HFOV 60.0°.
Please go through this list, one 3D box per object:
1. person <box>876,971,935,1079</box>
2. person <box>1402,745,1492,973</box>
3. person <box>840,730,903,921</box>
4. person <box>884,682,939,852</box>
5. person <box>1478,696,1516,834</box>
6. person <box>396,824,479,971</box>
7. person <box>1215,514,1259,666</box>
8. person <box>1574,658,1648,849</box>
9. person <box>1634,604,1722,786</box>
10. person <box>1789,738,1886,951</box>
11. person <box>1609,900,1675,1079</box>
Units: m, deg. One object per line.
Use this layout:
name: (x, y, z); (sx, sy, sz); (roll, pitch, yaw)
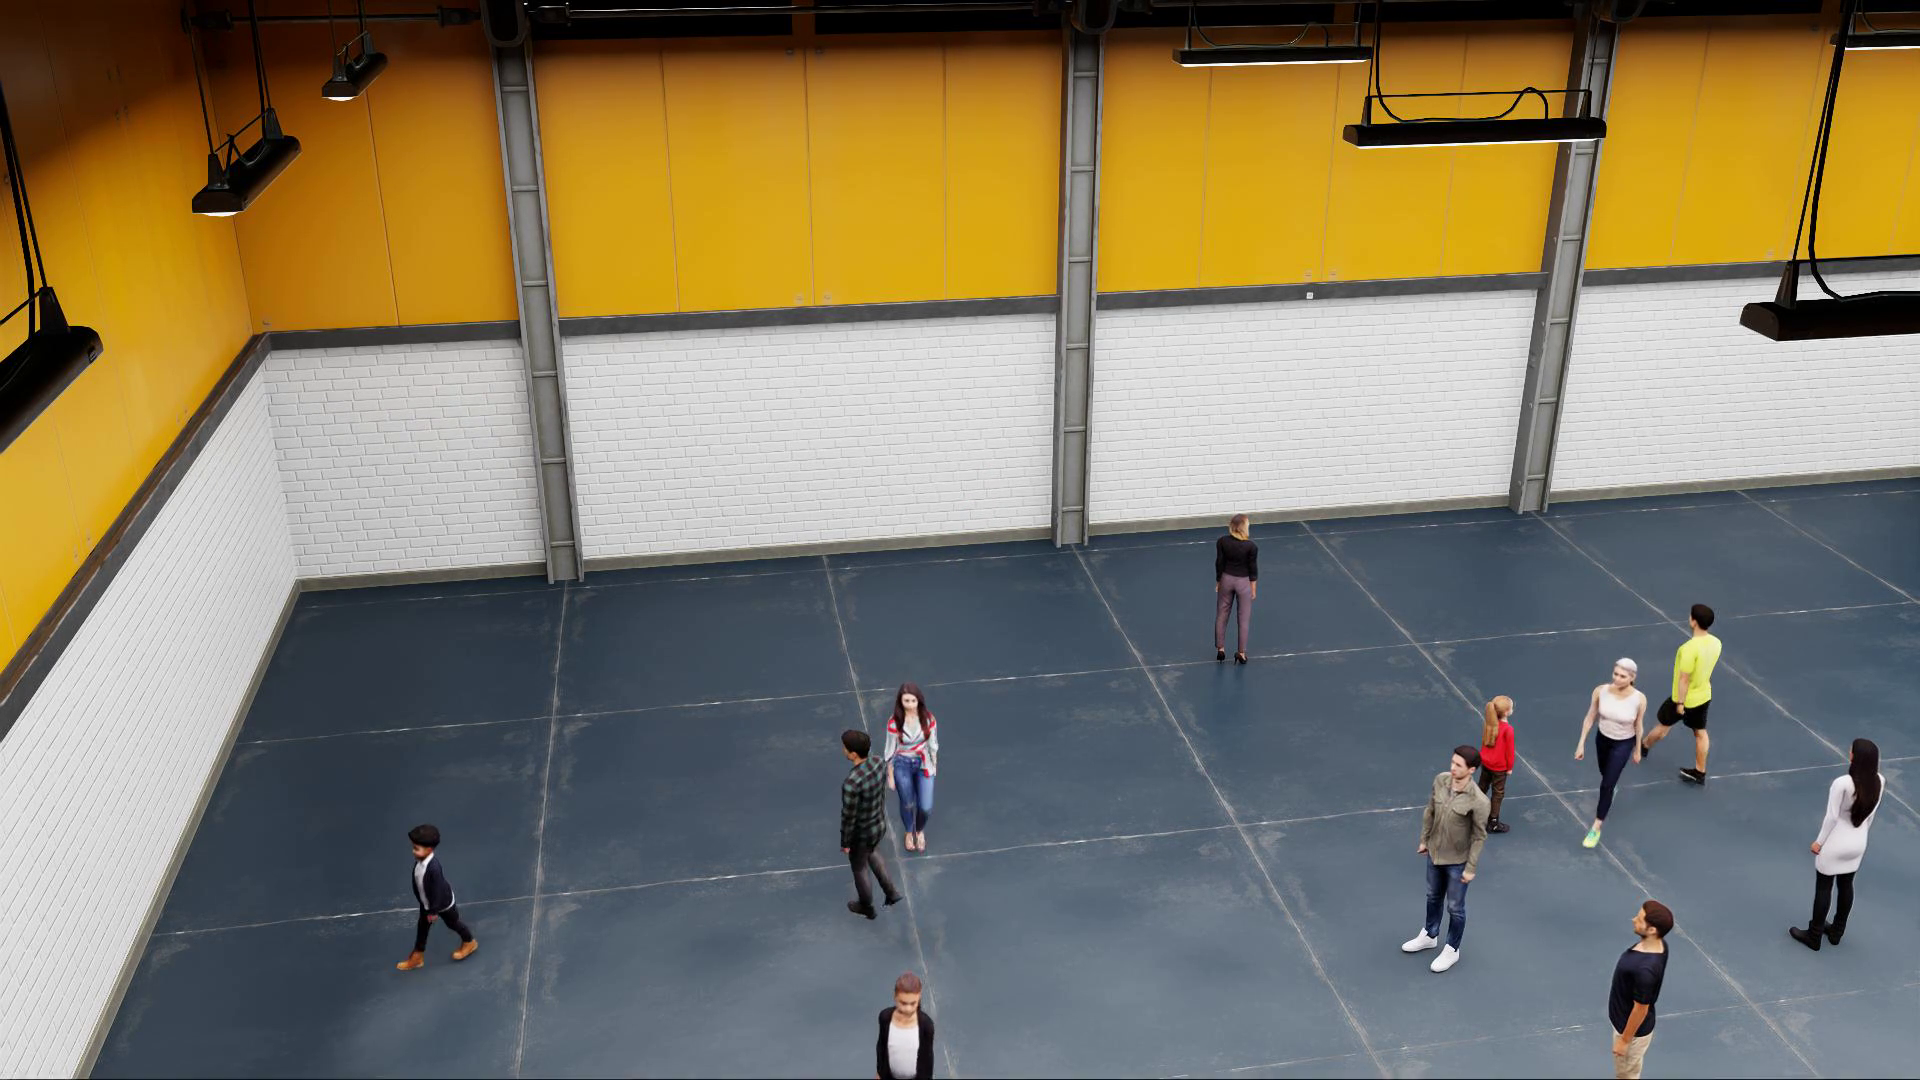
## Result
person: (-0.332, 3.376, 10.661); (0.762, 1.540, 0.745); (4, 24, 9)
person: (3.719, 2.369, 12.556); (0.732, 1.865, 0.782); (-14, 27, -29)
person: (-0.673, 2.218, 12.865); (0.888, 1.701, 0.851); (16, 28, 32)
person: (-0.408, 1.877, 14.016); (0.546, 1.599, 0.685); (-2, 24, -5)
person: (4.614, 1.913, 14.330); (0.578, 1.281, 0.550); (-11, 26, -24)
person: (-3.929, 2.699, 12.639); (0.789, 1.195, 0.913); (22, 32, 40)
person: (2.821, 0.506, 17.061); (0.643, 1.672, 0.737); (11, 26, 23)
person: (5.629, 1.737, 14.267); (1.122, 1.653, 1.234); (19, 30, 36)
person: (6.653, 1.425, 14.971); (1.083, 1.662, 0.895); (-11, 26, -24)
person: (6.751, 2.324, 12.733); (0.480, 1.808, 0.688); (-6, 24, -14)
person: (4.382, 3.136, 10.810); (0.724, 1.859, 0.705); (11, 26, 24)
